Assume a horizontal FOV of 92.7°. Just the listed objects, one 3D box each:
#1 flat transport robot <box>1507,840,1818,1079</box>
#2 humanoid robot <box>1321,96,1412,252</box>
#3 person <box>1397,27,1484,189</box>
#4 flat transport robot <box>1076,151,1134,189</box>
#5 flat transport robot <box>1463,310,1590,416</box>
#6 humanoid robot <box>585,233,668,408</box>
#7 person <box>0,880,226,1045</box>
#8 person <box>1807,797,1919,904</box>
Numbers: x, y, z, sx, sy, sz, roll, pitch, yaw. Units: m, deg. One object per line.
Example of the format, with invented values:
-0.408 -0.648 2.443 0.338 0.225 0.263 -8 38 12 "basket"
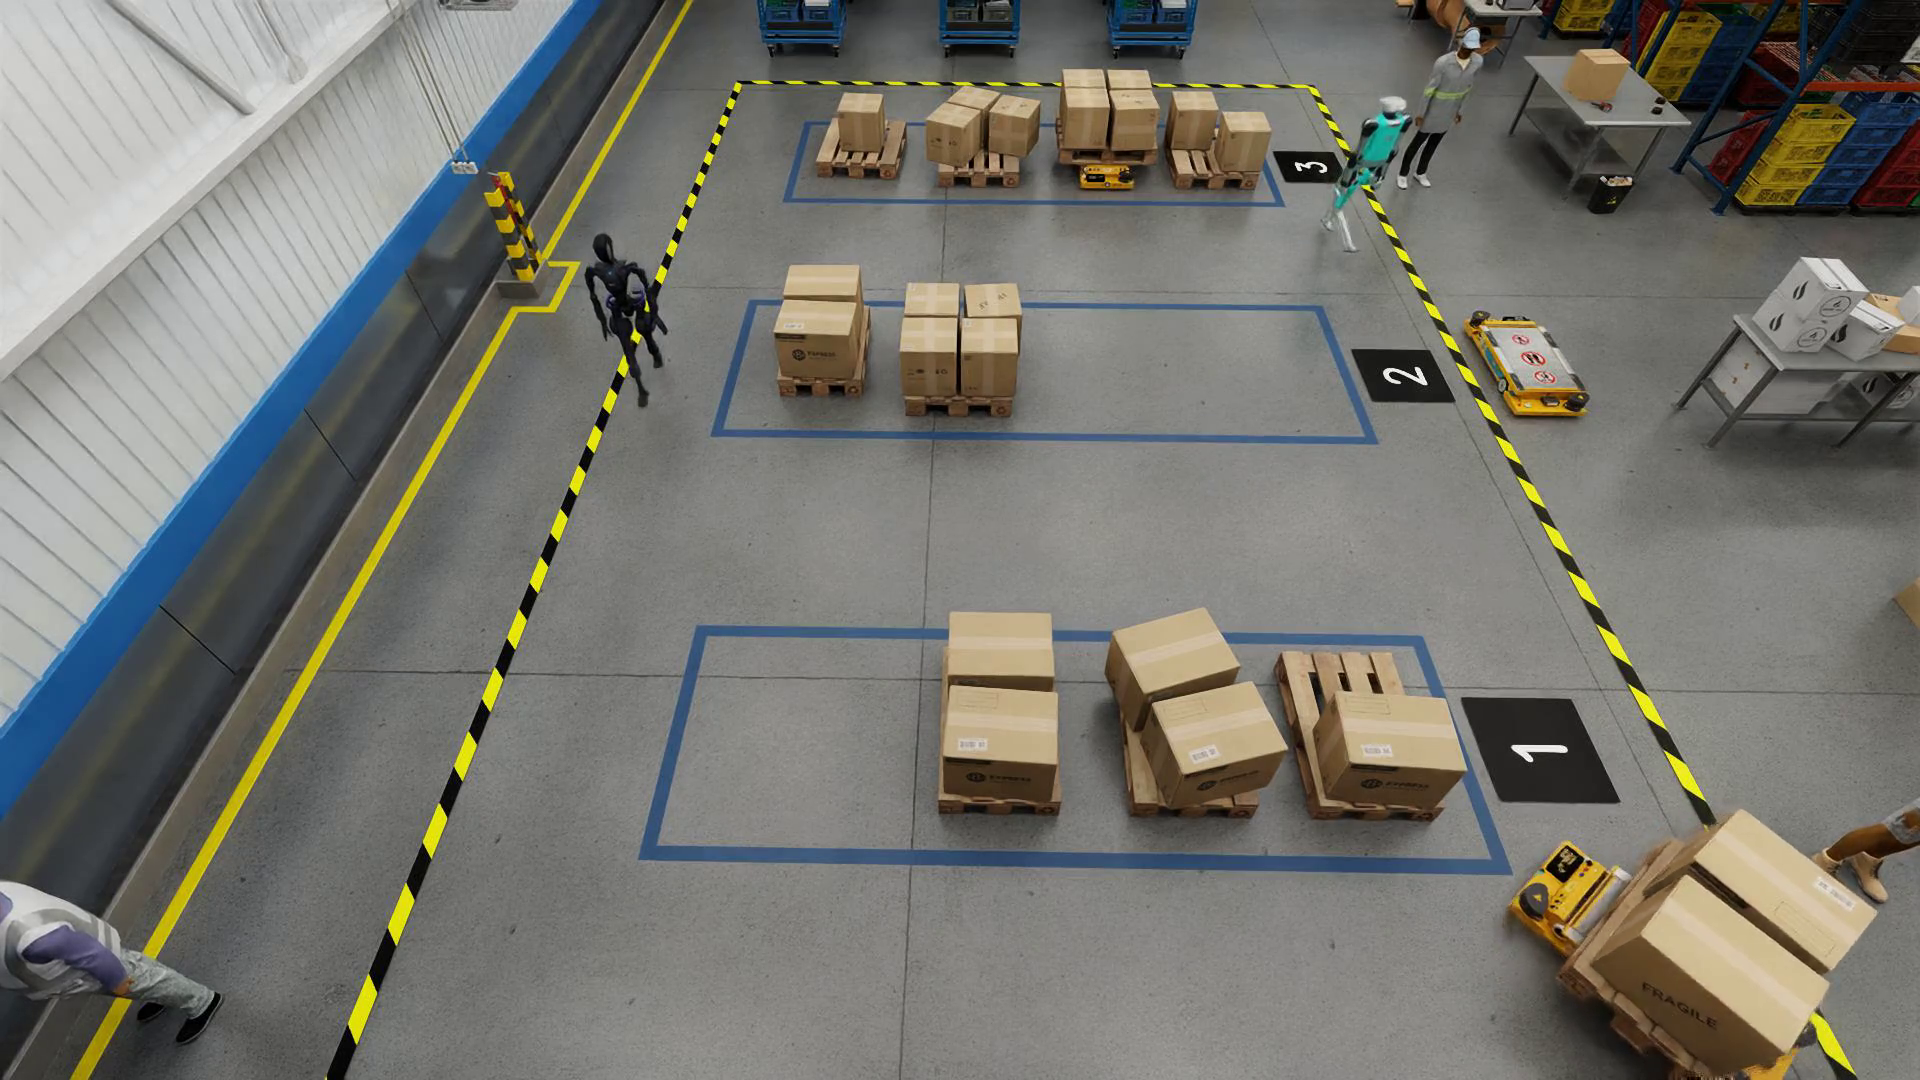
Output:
4.076 2.485 5.364 0.652 0.197 1.431 -31 56 -24 "flat transport robot"
4.359 -4.064 10.075 0.537 1.730 1.026 -11 50 -9 "humanoid robot"
5.737 -5.098 10.898 0.593 1.851 0.398 -6 49 -5 "person"
1.845 -4.982 11.827 0.652 0.197 1.431 1 49 1 "flat transport robot"
5.573 -1.757 9.054 0.659 0.231 1.431 1 49 1 "flat transport robot"
-3.035 -2.078 8.443 0.602 1.647 0.779 -7 49 -6 "humanoid robot"
-4.489 2.136 4.649 0.602 1.830 0.404 18 52 15 "person"
5.619 1.514 5.059 0.607 2.032 0.403 0 49 0 "person"
